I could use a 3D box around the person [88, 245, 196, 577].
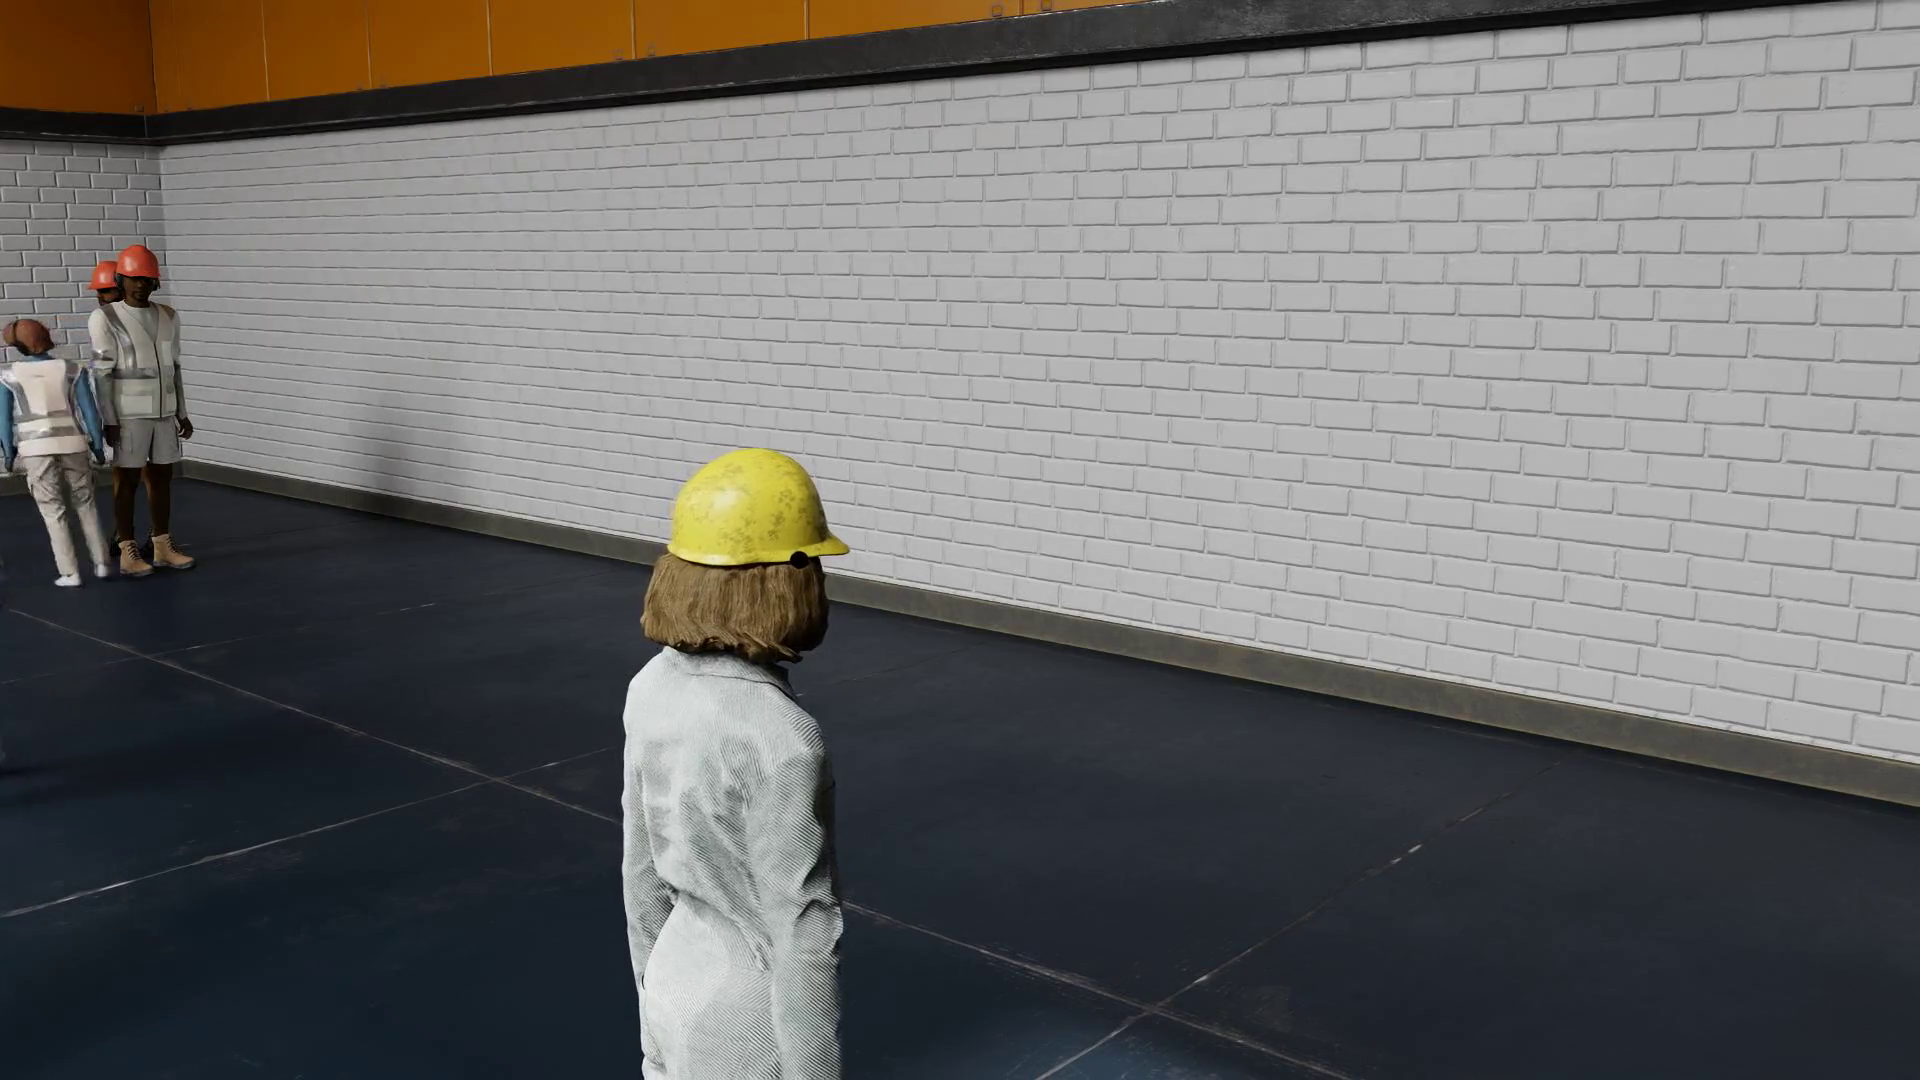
[{"bbox_3d":[-5.044,-0.799,10.331,0.387,2.039,0.614,5,11,25],"label":"person"}]

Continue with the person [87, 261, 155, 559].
[{"bbox_3d":[-5.441,-0.837,10.834,0.542,1.939,0.364,3,10,16],"label":"person"}]

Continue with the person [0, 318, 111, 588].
[{"bbox_3d":[-5.402,-0.508,9.899,0.546,1.611,0.377,-7,12,-35],"label":"person"}]

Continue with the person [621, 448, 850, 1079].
[{"bbox_3d":[-0.310,0.732,2.462,0.321,1.742,0.492,-7,12,-37],"label":"person"}]
